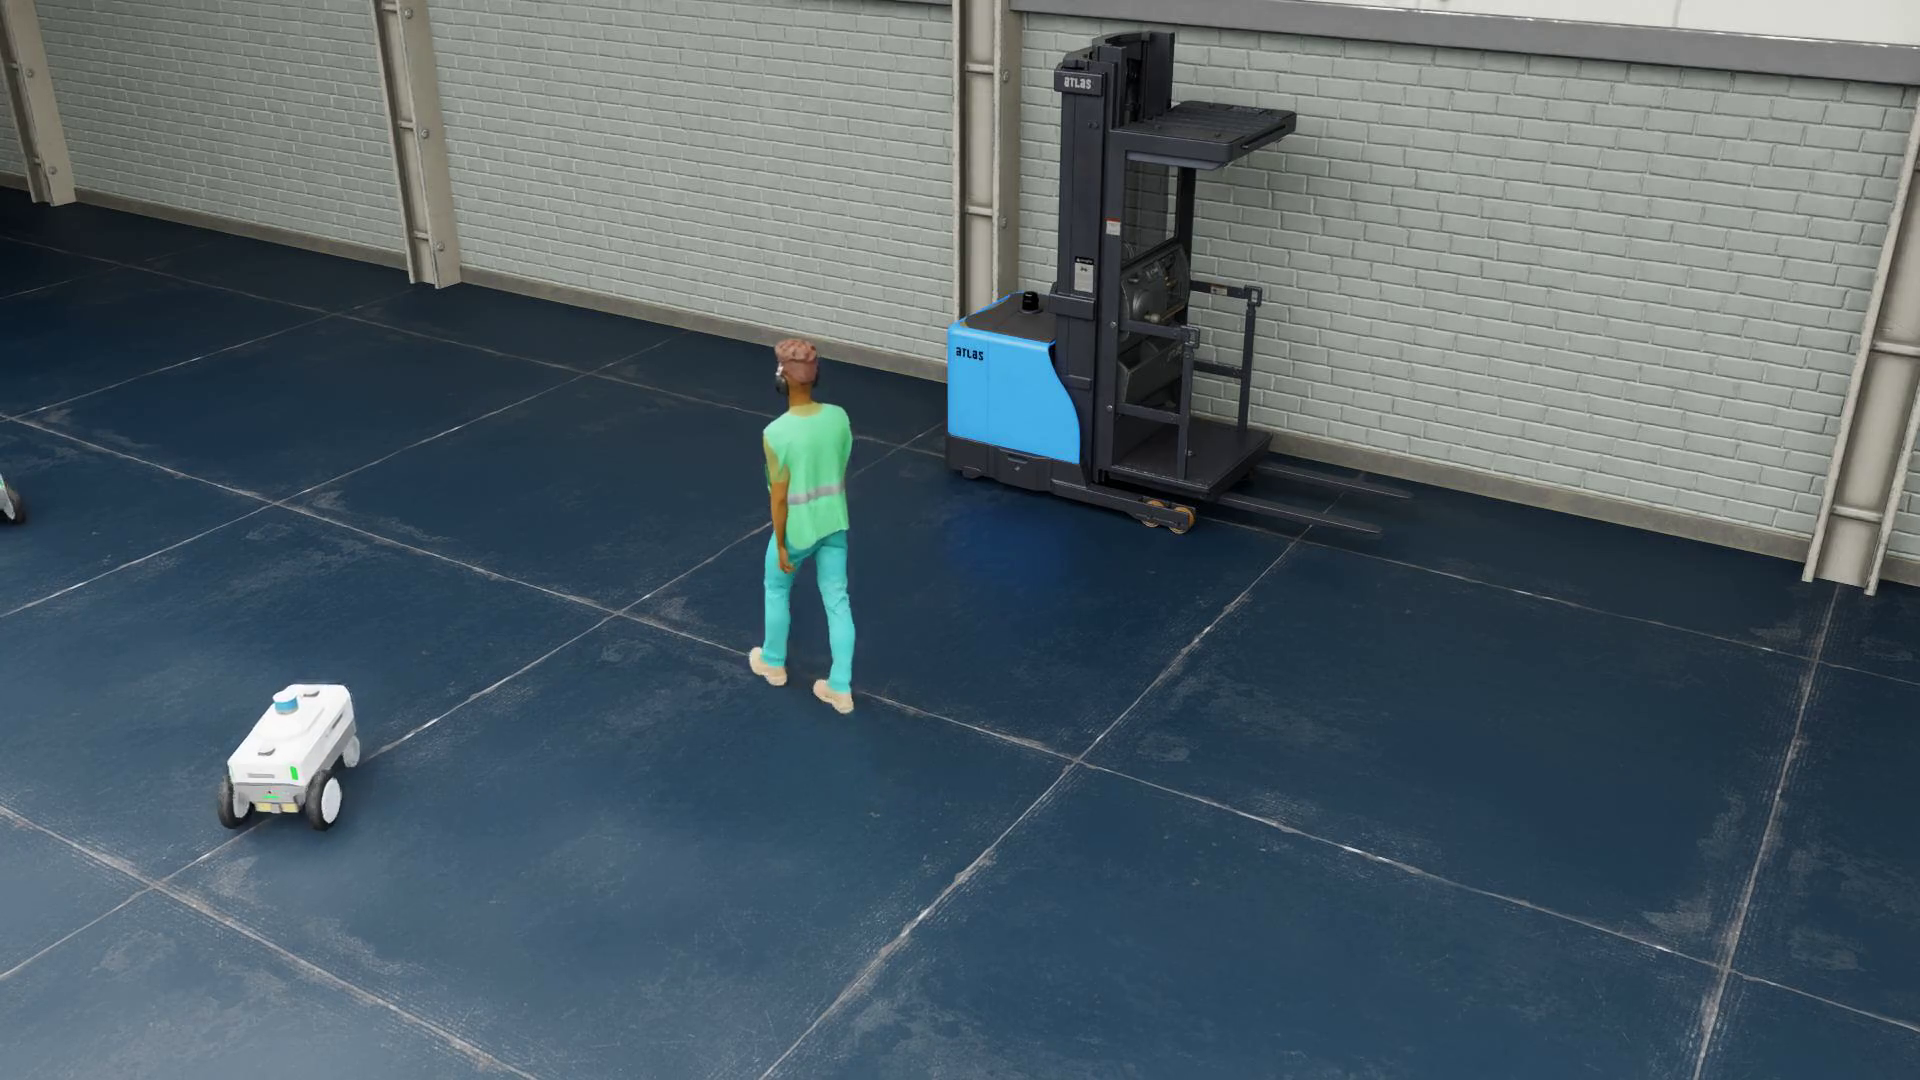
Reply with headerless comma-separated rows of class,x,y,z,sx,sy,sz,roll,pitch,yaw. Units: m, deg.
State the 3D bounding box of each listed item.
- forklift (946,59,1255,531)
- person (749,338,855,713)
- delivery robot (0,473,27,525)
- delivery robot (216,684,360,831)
forklift,0.933,-1.707,10.833,1.873,2.768,1.129,15,29,28
person,-0.817,-0.101,8.502,0.482,1.948,0.872,-15,29,-29
delivery robot,-6.389,-0.322,10.609,0.789,0.598,0.499,18,31,34
delivery robot,-3.129,0.985,7.822,0.499,0.580,0.769,1,25,2
